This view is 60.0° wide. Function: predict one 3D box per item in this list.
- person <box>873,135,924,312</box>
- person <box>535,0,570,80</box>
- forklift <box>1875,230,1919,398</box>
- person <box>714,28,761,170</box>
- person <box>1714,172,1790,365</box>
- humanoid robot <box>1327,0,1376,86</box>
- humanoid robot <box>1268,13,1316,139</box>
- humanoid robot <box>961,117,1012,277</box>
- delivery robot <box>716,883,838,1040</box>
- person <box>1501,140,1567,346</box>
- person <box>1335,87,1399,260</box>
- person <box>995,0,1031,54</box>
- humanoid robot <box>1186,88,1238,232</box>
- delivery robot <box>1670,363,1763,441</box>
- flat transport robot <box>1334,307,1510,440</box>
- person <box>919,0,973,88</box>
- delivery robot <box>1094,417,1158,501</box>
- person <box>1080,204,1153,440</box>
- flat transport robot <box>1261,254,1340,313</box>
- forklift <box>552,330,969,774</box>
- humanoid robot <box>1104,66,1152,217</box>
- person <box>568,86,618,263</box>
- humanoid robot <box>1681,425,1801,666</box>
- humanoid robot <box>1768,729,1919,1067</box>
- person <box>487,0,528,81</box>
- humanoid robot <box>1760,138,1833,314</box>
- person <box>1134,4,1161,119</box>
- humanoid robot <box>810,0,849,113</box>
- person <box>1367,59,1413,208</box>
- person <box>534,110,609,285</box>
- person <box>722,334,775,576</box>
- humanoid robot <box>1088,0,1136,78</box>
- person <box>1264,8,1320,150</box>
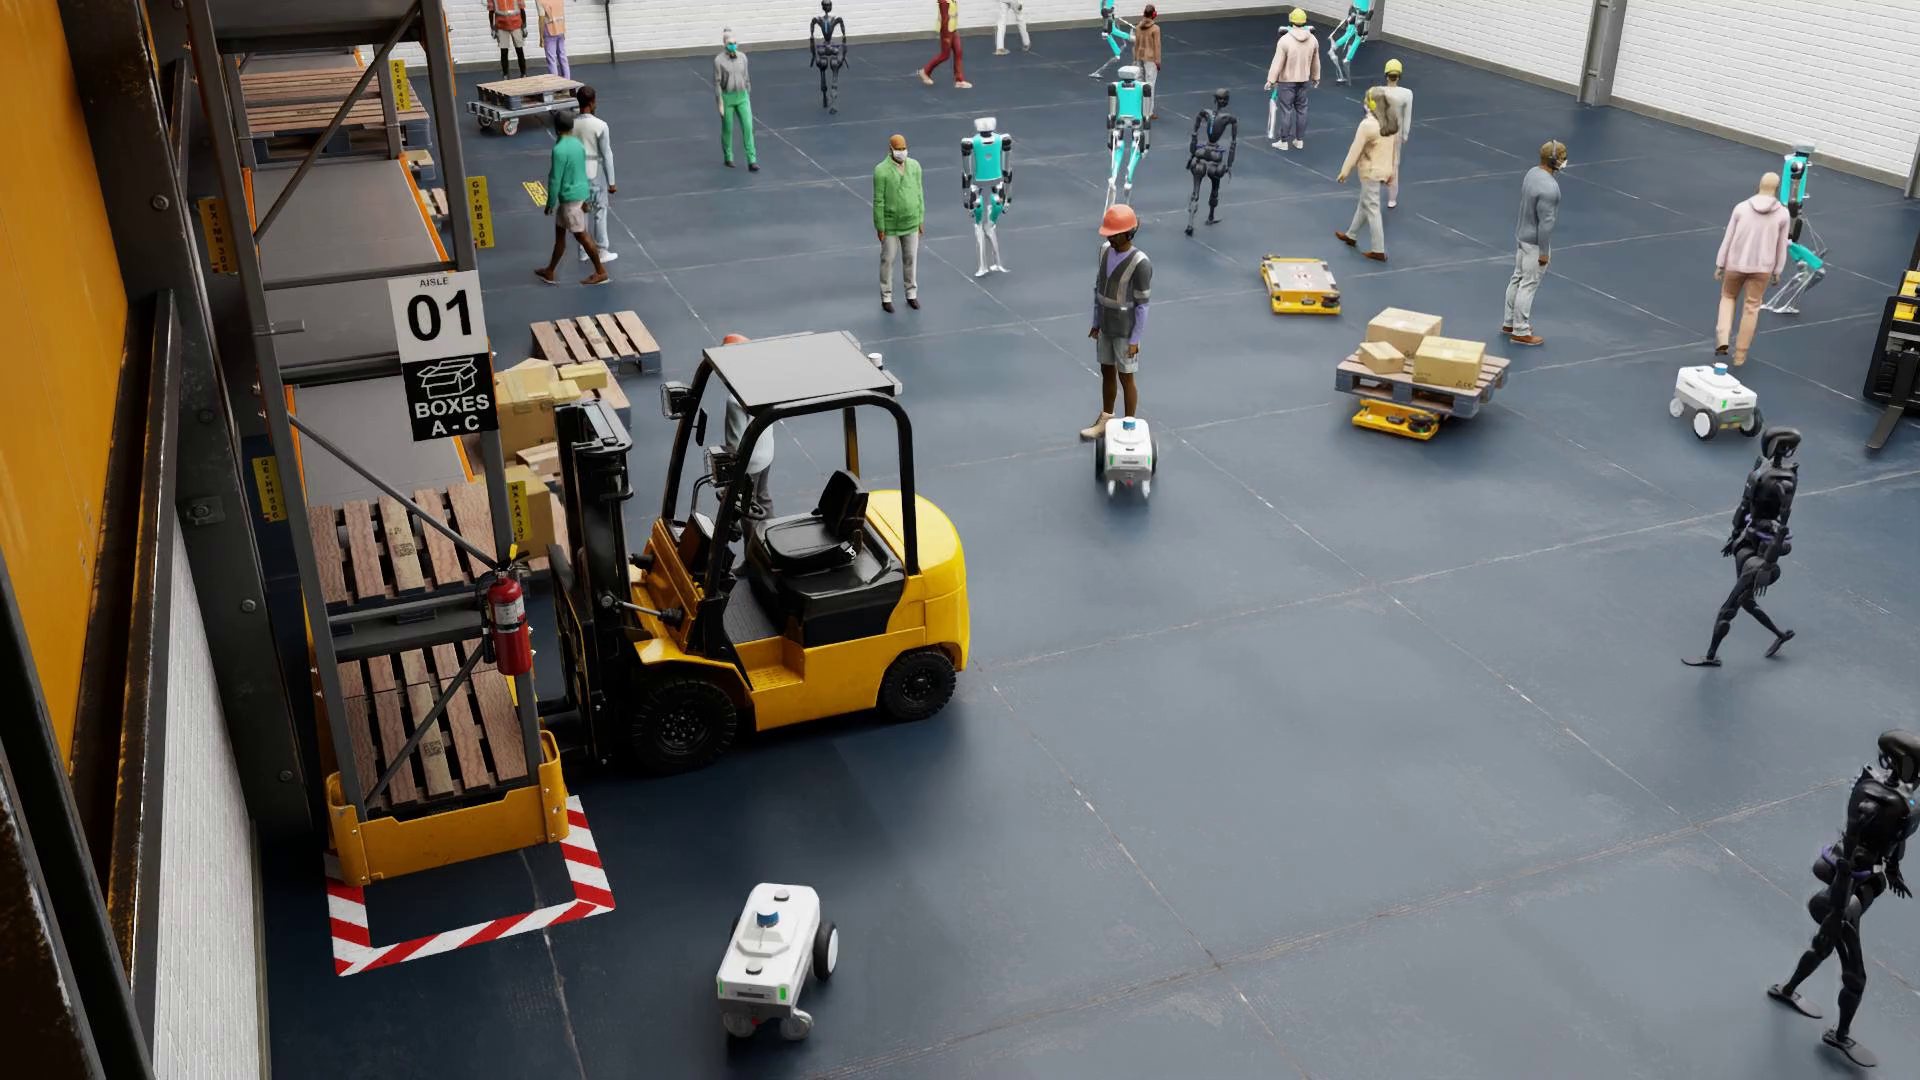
[{"bbox_3d":[-0.613,-3.162,16.606,0.535,1.778,0.389,-12,29,-23],"label":"person"},{"bbox_3d":[-6.313,-7.847,25.853,0.380,1.837,0.562,14,30,26],"label":"person"},{"bbox_3d":[9.029,-2.397,14.618,1.214,2.155,2.313,18,32,32],"label":"forklift"},{"bbox_3d":[-2.903,-5.702,21.608,0.544,1.812,0.836,-13,30,-25],"label":"person"},{"bbox_3d":[7.235,-2.473,15.246,0.568,1.763,0.449,12,29,22],"label":"person"},{"bbox_3d":[6.204,-8.088,26.555,0.764,1.878,0.543,-12,29,-22],"label":"humanoid robot"},{"bbox_3d":[4.573,-6.533,23.299,0.530,1.737,0.731,-5,27,-10],"label":"humanoid robot"},{"bbox_3d":[0.246,-3.621,17.569,0.590,1.791,0.829,-5,27,-11],"label":"humanoid robot"},{"bbox_3d":[-0.871,1.949,7.813,0.518,0.613,0.784,4,27,8],"label":"delivery robot"},{"bbox_3d":[5.435,-2.813,15.727,0.353,1.937,0.634,0,27,0],"label":"person"},{"bbox_3d":[4.447,-4.052,18.304,0.550,1.836,0.892,-22,34,-37],"label":"person"},{"bbox_3d":[0.891,-9.456,29.065,0.570,1.836,0.931,13,30,25],"label":"person"},{"bbox_3d":[2.861,-4.371,19.193,0.606,1.638,0.778,14,30,26],"label":"humanoid robot"},{"bbox_3d":[6.374,-1.196,14.033,0.499,0.581,0.767,-5,27,-10],"label":"delivery robot"},{"bbox_3d":[3.990,-1.233,14.440,0.659,0.231,1.431,16,31,29],"label":"flat transport robot"},{"bbox_3d":[-0.229,-8.062,26.387,0.807,1.742,0.476,8,28,16],"label":"person"},{"bbox_3d":[1.311,-0.673,13.012,0.499,0.598,0.802,1,27,2],"label":"delivery robot"},{"bbox_3d":[1.260,-1.715,13.433,0.376,2.039,0.605,-17,31,-30],"label":"person"},{"bbox_3d":[3.528,-2.658,17.274,0.659,0.231,1.431,2,27,3],"label":"flat transport robot"},{"bbox_3d":[-1.094,0.010,9.831,2.313,2.155,1.214,-10,28,-20],"label":"forklift"},{"bbox_3d":[1.889,-4.553,19.446,0.560,1.807,0.927,9,28,18],"label":"humanoid robot"},{"bbox_3d":[-4.005,-3.939,18.007,0.596,1.906,0.408,10,28,19],"label":"person"},{"bbox_3d":[5.010,0.054,10.358,0.738,1.640,0.616,1,27,2],"label":"humanoid robot"},{"bbox_3d":[4.036,1.539,7.376,0.601,1.637,0.623,-20,33,-34],"label":"humanoid robot"},{"bbox_3d":[-7.129,-8.127,26.279,0.599,1.958,0.375,-6,27,-12],"label":"person"},{"bbox_3d":[8.367,-3.046,16.410,0.731,1.781,0.537,10,28,18],"label":"humanoid robot"},{"bbox_3d":[2.735,-7.009,24.397,0.463,1.648,0.327,23,35,38],"label":"person"},{"bbox_3d":[-1.958,-7.280,24.933,0.591,1.625,0.750,1,27,2],"label":"humanoid robot"},{"bbox_3d":[5.138,-4.886,20.042,0.532,1.765,0.329,2,27,4],"label":"person"},{"bbox_3d":[-4.123,-3.558,17.367,0.845,1.795,0.490,1,27,2],"label":"person"},{"bbox_3d":[-1.479,-0.587,11.518,0.351,1.740,0.570,8,28,15],"label":"person"},{"bbox_3d":[2.628,-8.313,26.942,1.030,1.773,0.535,6,27,12],"label":"humanoid robot"},{"bbox_3d":[4.556,-6.269,22.678,0.802,1.867,0.422,-8,28,-16],"label":"person"}]
